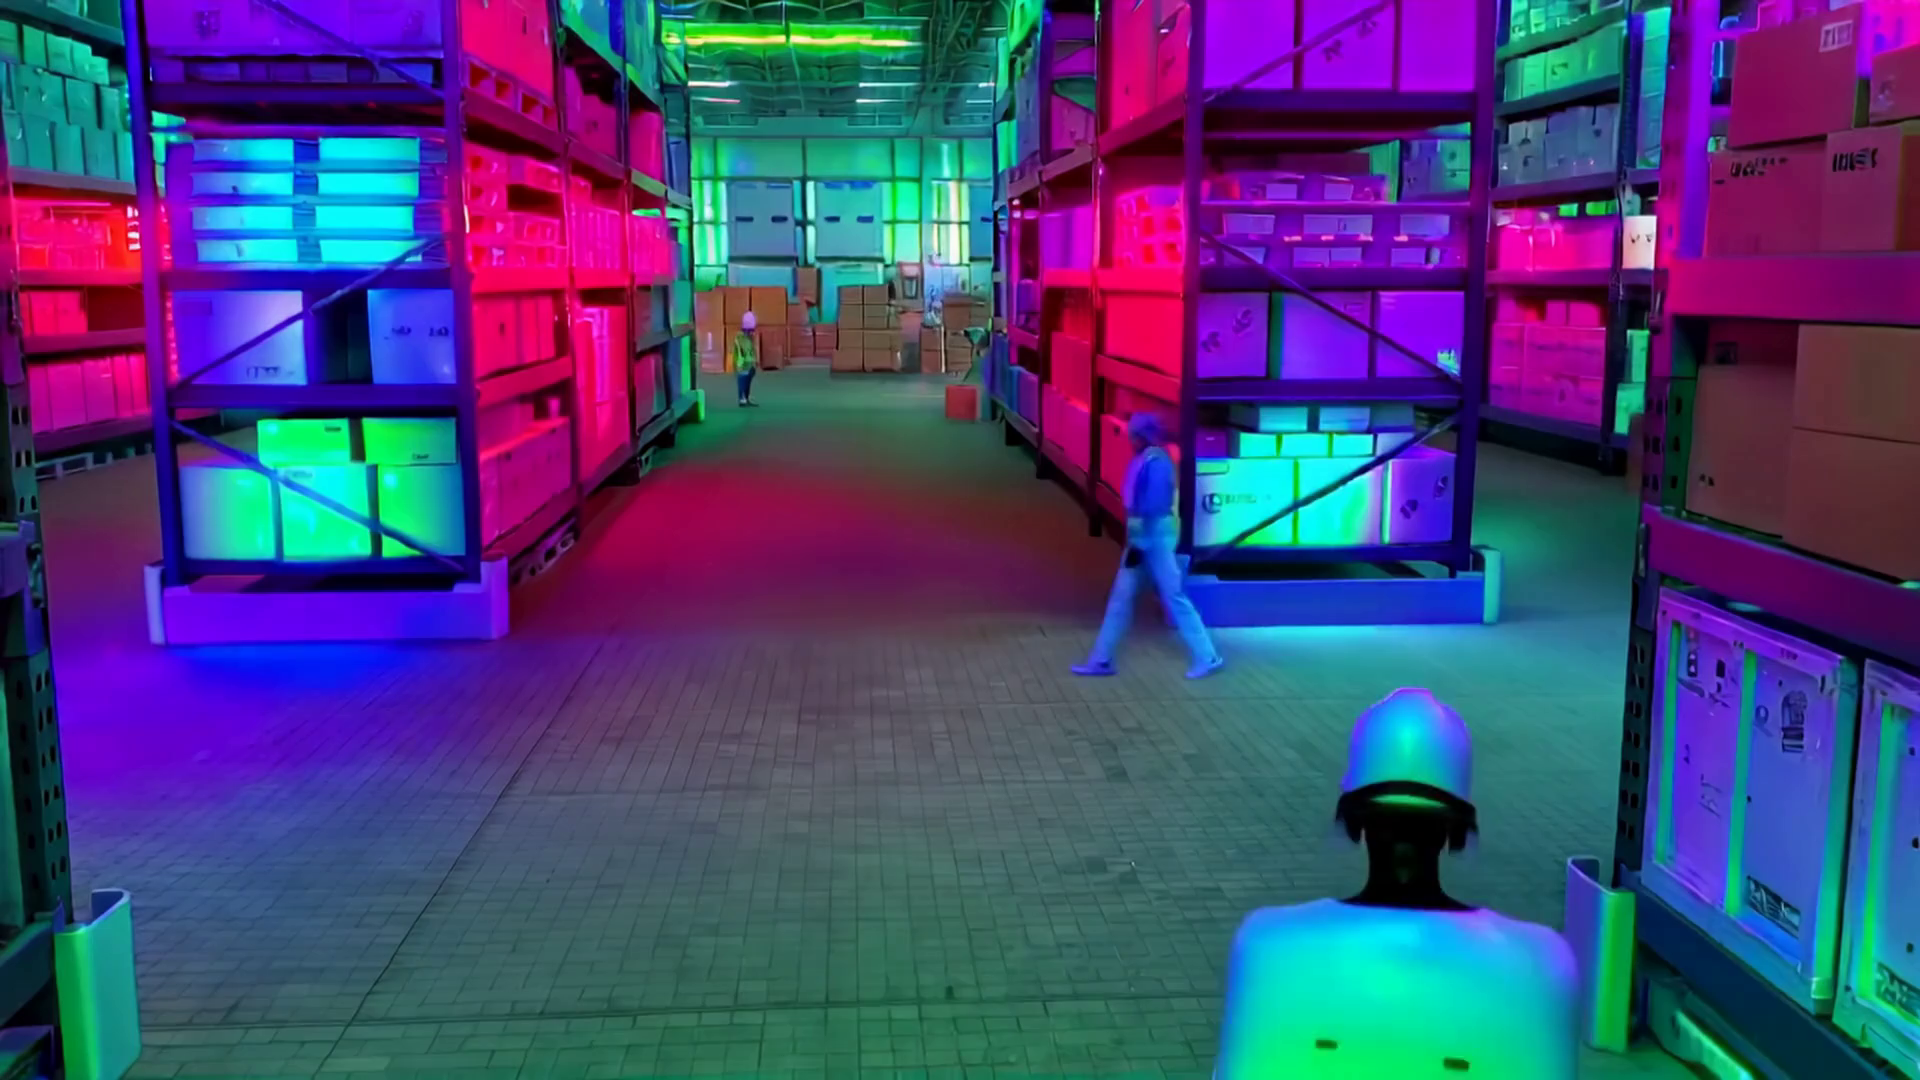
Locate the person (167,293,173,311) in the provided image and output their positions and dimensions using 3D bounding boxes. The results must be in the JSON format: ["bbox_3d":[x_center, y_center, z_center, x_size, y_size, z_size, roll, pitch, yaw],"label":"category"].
[{"bbox_3d":[-29.635,-8.608,62.699,0.402,1.987,0.608,-1,9,-5],"label":"person"}]

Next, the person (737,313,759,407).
[{"bbox_3d":[-3.806,-3.225,29.797,0.322,1.692,0.533,4,10,21],"label":"person"}]

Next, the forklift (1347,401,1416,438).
[{"bbox_3d":[5.371,-2.757,23.141,1.129,2.768,1.873,-5,10,-29],"label":"forklift"}]

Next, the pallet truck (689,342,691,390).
[{"bbox_3d":[-5.225,-3.008,27.480,1.885,1.965,0.823,2,9,14],"label":"pallet truck"}]

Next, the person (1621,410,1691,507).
[{"bbox_3d":[5.203,-0.416,12.400,0.500,1.618,0.500,6,11,31],"label":"person"}]

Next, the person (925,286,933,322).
[{"bbox_3d":[-1.300,-9.263,66.948,0.375,1.935,0.550,-4,10,-25],"label":"person"}]

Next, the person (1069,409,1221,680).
[{"bbox_3d":[1.117,0.033,9.651,0.877,1.595,0.526,-2,9,-12],"label":"person"}]

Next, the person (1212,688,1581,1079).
[{"bbox_3d":[0.675,1.078,2.669,0.547,1.712,0.895,2,9,10],"label":"person"}]

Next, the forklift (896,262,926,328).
[{"bbox_3d":[-1.777,-8.547,59.496,1.129,2.768,1.873,-1,9,-4],"label":"forklift"}]
